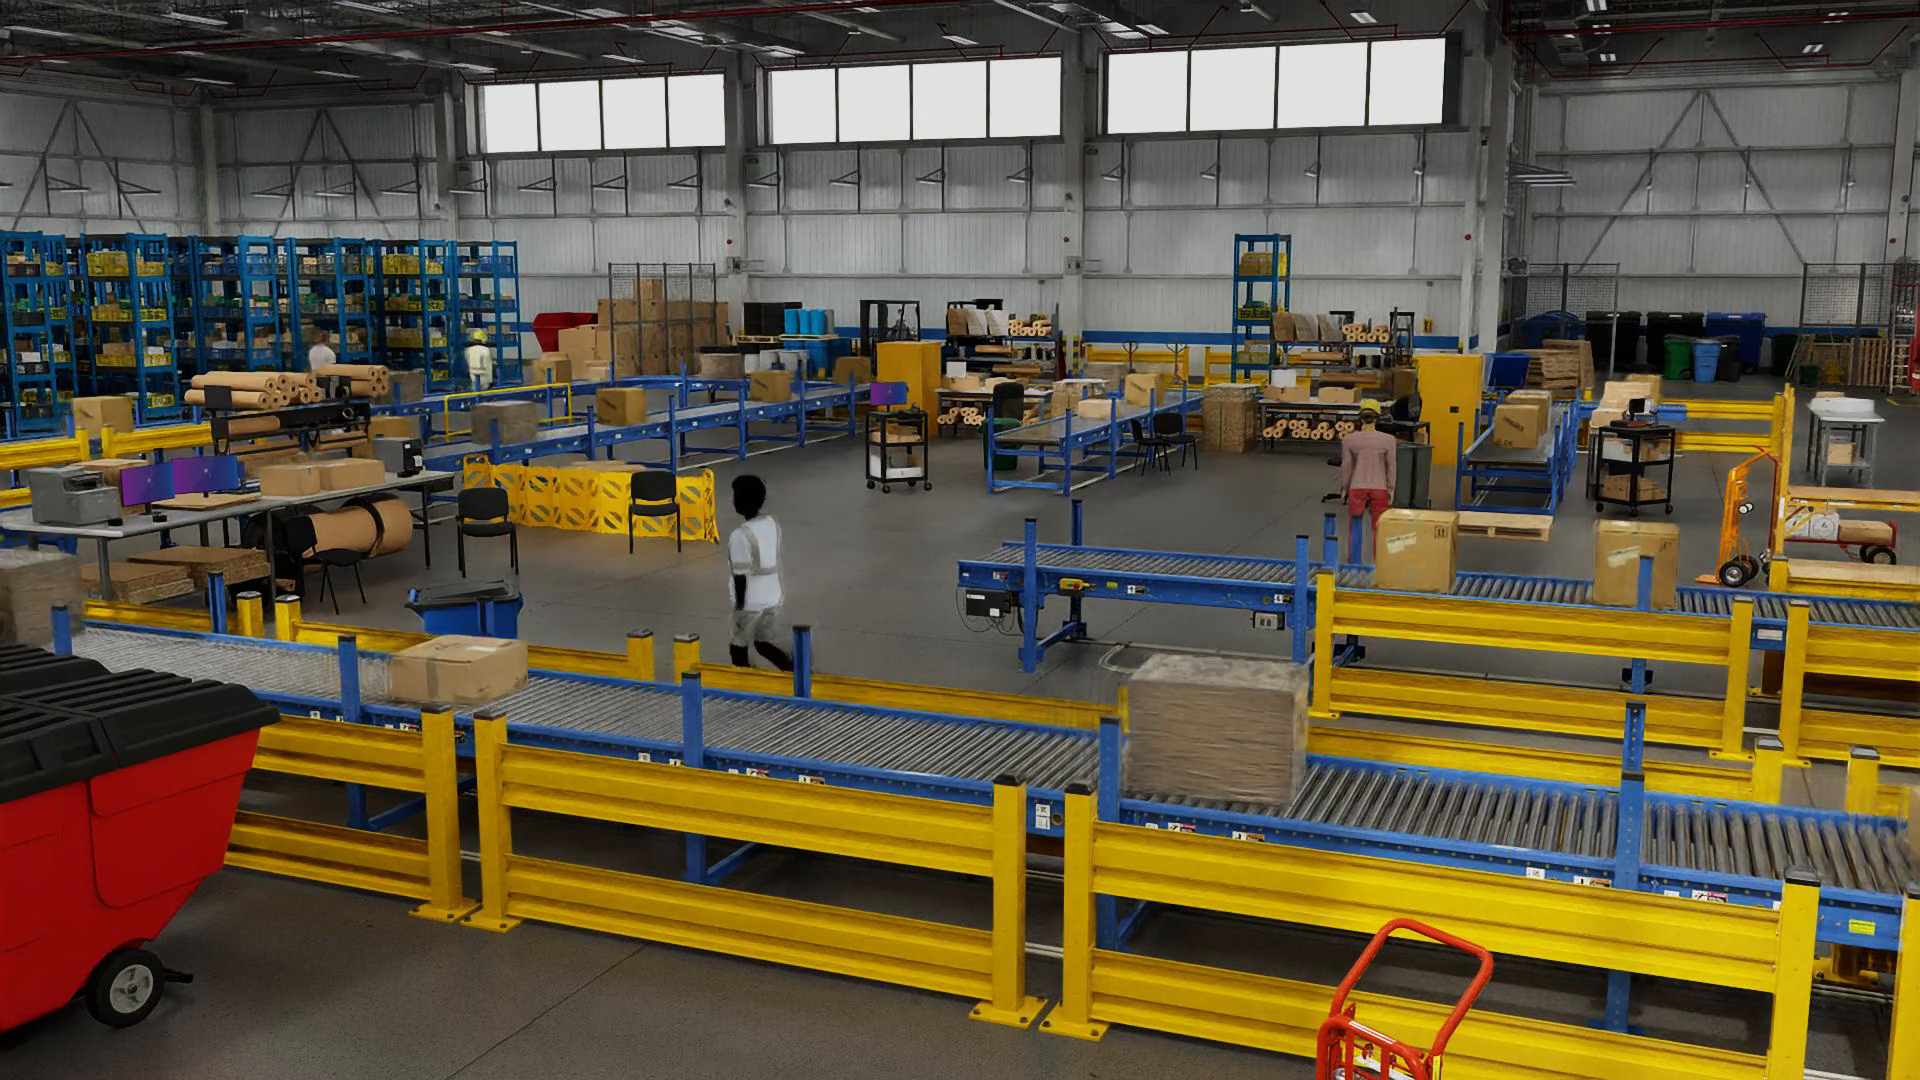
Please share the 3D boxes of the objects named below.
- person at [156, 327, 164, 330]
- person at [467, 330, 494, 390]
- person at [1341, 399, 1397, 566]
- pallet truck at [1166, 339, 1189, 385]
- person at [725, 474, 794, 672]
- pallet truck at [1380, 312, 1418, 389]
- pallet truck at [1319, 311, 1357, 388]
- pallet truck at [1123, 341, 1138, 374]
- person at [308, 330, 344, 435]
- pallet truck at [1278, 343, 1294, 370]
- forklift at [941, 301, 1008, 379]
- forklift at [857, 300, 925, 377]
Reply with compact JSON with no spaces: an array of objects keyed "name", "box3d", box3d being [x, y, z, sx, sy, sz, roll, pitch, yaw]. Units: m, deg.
[{"name":"person","box3d":[-17.965,-4.047,37.453,0.573,1.831,0.411,-7,11,-35]},{"name":"person","box3d":[-8.977,-3.064,31.530,0.620,1.809,0.732,5,10,26]},{"name":"person","box3d":[3.929,-0.476,16.024,0.523,1.760,0.325,3,10,15]},{"name":"pallet truck","box3d":[5.418,-4.269,40.420,0.704,1.261,1.522,3,10,20]},{"name":"person","box3d":[-1.297,0.400,10.928,0.634,1.679,0.541,5,10,25]},{"name":"pallet truck","box3d":[10.207,-4.283,38.369,0.823,1.965,1.885,3,10,20]},{"name":"pallet truck","box3d":[9.071,-4.419,39.190,0.823,1.965,1.885,5,10,26]},{"name":"pallet truck","box3d":[4.445,-4.380,41.279,0.680,1.201,1.601,4,10,22]},{"name":"person","box3d":[-11.382,-2.801,29.721,0.654,1.882,0.687,6,11,32]},{"name":"pallet truck","box3d":[7.886,-4.163,39.743,0.653,1.274,1.630,4,10,22]},{"name":"forklift","box3d":[0.365,-4.966,41.571,1.157,1.987,2.680,3,10,20]},{"name":"forklift","box3d":[-1.732,-5.109,42.468,1.157,1.987,2.680,4,10,22]}]
